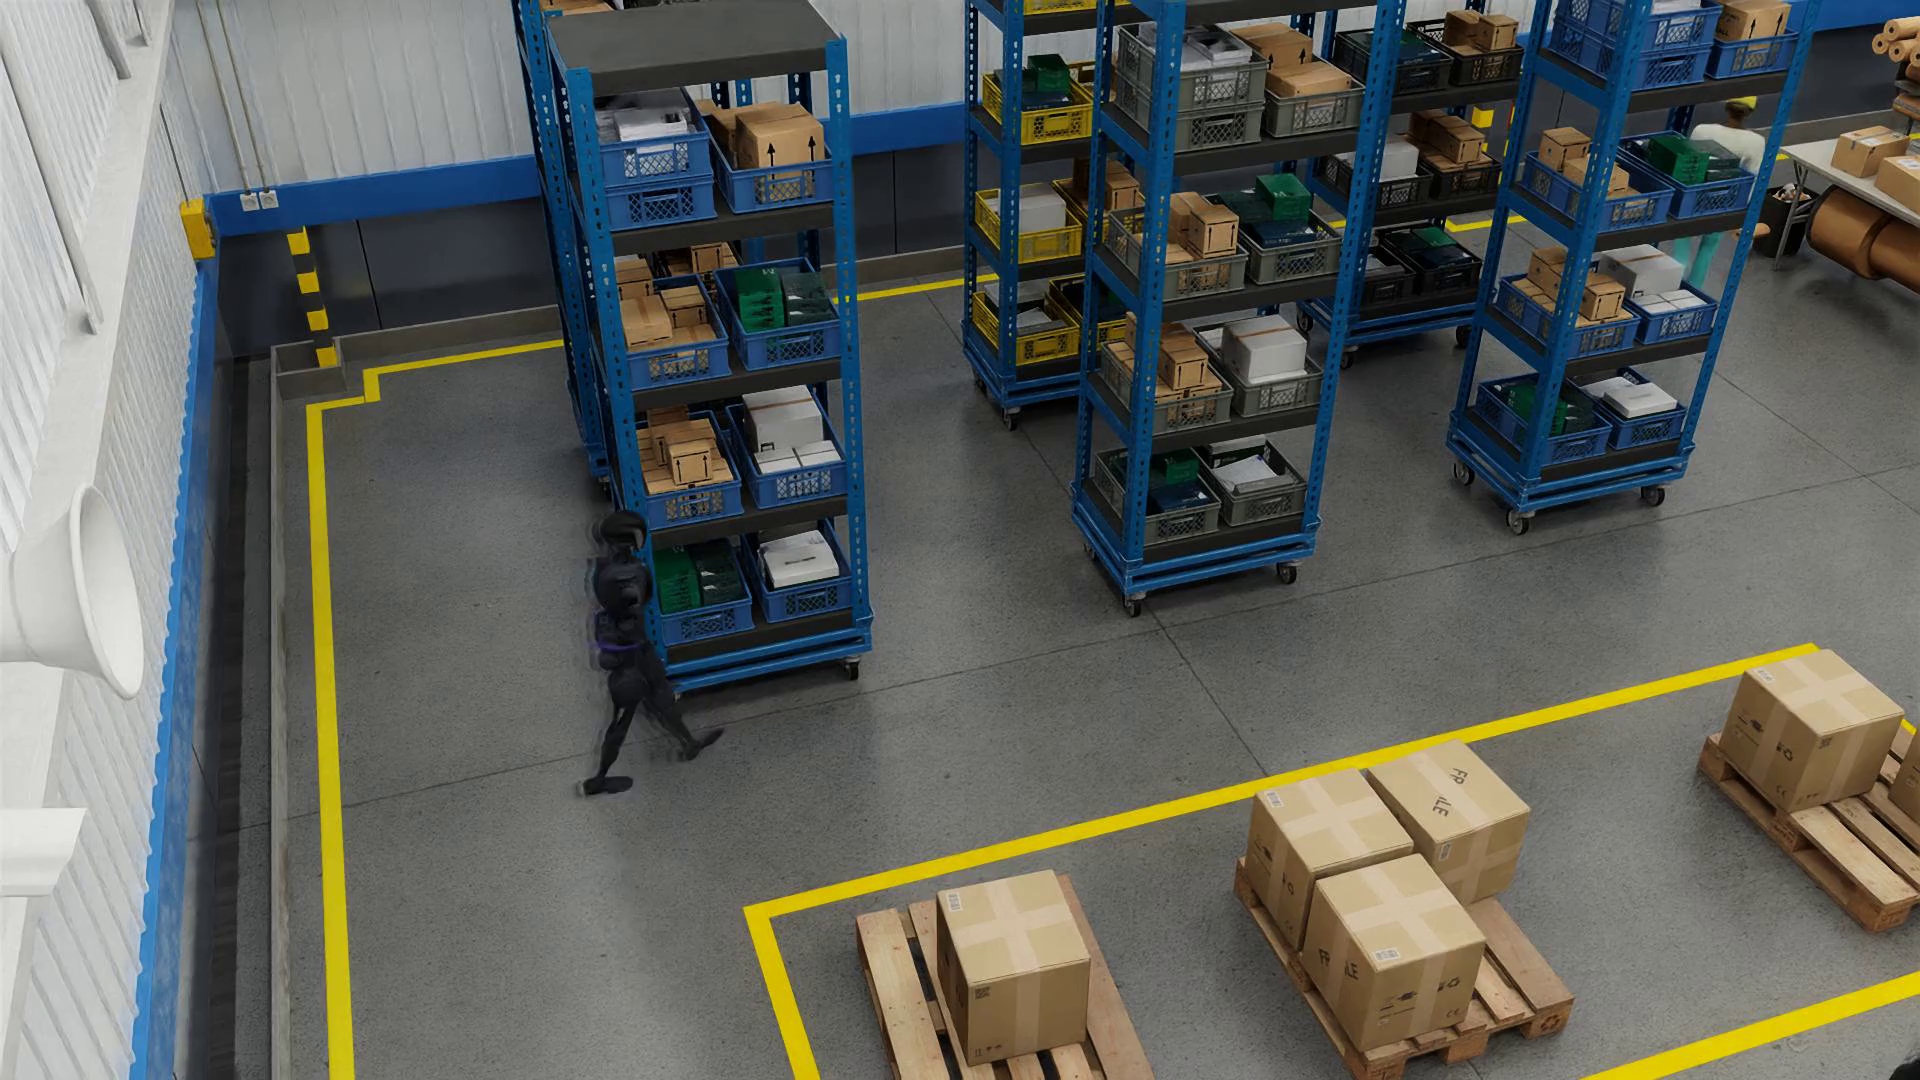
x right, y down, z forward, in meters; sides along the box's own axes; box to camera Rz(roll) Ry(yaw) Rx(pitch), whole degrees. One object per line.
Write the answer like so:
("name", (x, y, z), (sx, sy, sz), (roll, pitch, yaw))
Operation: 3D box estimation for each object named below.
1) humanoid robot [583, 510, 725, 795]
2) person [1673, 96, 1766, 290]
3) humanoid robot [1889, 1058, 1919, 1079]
("humanoid robot", (-1.575, 0.543, 8.092), (0.777, 1.622, 0.617), (-9, 36, -12))
("person", (5.609, -2.561, 12.394), (0.537, 1.748, 0.371), (16, 38, 22))
("humanoid robot", (3.391, 2.220, 5.744), (0.606, 1.637, 0.791), (27, 43, 33))
